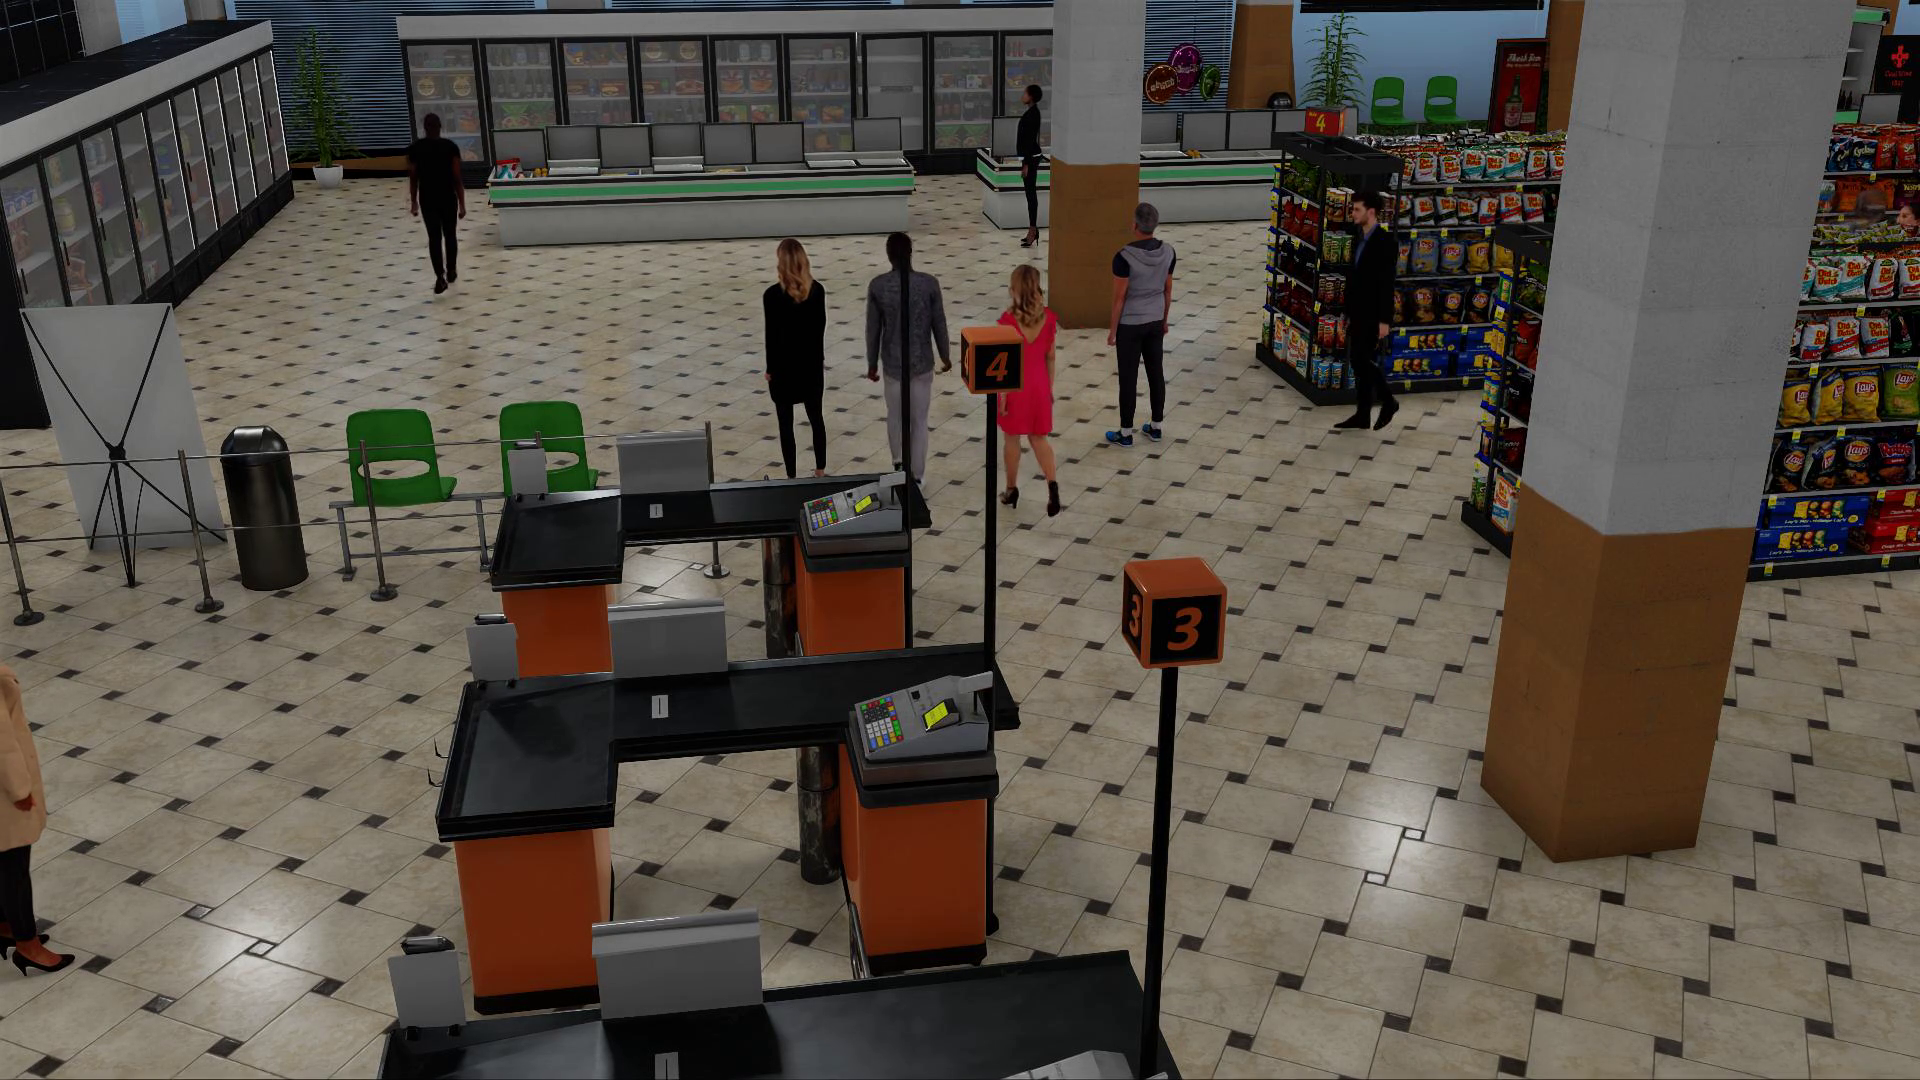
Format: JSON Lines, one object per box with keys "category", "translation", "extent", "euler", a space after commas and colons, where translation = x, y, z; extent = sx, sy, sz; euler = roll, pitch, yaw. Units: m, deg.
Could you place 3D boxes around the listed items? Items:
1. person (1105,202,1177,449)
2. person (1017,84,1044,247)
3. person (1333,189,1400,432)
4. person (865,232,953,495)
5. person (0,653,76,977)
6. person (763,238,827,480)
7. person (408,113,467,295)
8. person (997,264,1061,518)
{"category": "person", "translation": [1.369, -1.613, 12.496], "extent": [0.631, 1.829, 0.816], "euler": [-12, 25, -26]}
{"category": "person", "translation": [0.819, -4.348, 19.294], "extent": [0.611, 1.834, 0.648], "euler": [3, 22, 6]}
{"category": "person", "translation": [3.219, -1.741, 12.763], "extent": [0.735, 1.866, 0.737], "euler": [-7, 23, -17]}
{"category": "person", "translation": [-0.369, -1.173, 11.411], "extent": [0.637, 1.821, 0.853], "euler": [1, 22, 4]}
{"category": "person", "translation": [-3.741, 0.907, 6.422], "extent": [0.725, 1.680, 0.748], "euler": [19, 29, 39]}
{"category": "person", "translation": [-1.127, -1.179, 11.452], "extent": [0.579, 1.801, 0.731], "euler": [-13, 26, -30]}
{"category": "person", "translation": [-5.340, -3.404, 17.026], "extent": [1.176, 1.774, 0.829], "euler": [-6, 23, -15]}
{"category": "person", "translation": [0.472, -0.938, 10.987], "extent": [0.948, 1.702, 0.722], "euler": [-7, 23, -17]}
